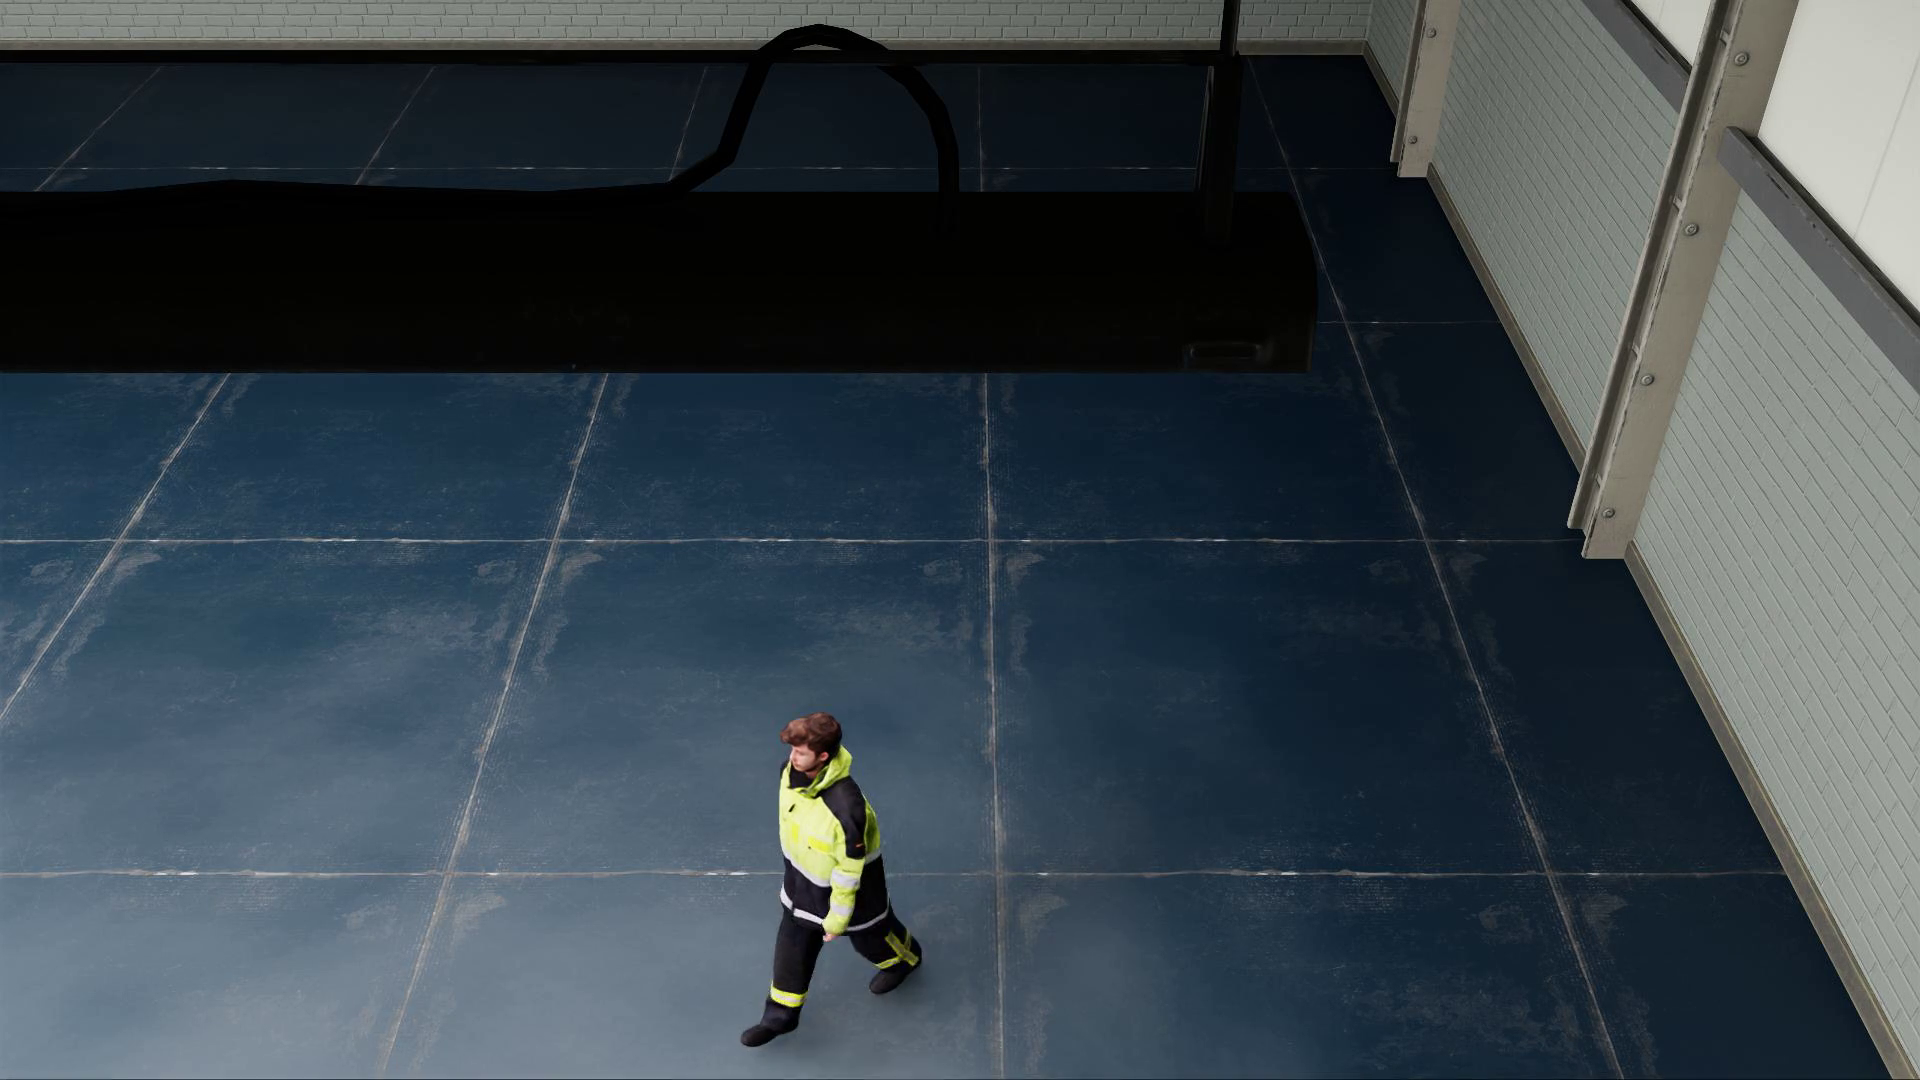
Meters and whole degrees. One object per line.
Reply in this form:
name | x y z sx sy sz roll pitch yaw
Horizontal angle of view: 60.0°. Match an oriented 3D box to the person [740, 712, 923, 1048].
person | -0.513 1.549 7.808 1.337 1.937 1.286 -30 46 -33
